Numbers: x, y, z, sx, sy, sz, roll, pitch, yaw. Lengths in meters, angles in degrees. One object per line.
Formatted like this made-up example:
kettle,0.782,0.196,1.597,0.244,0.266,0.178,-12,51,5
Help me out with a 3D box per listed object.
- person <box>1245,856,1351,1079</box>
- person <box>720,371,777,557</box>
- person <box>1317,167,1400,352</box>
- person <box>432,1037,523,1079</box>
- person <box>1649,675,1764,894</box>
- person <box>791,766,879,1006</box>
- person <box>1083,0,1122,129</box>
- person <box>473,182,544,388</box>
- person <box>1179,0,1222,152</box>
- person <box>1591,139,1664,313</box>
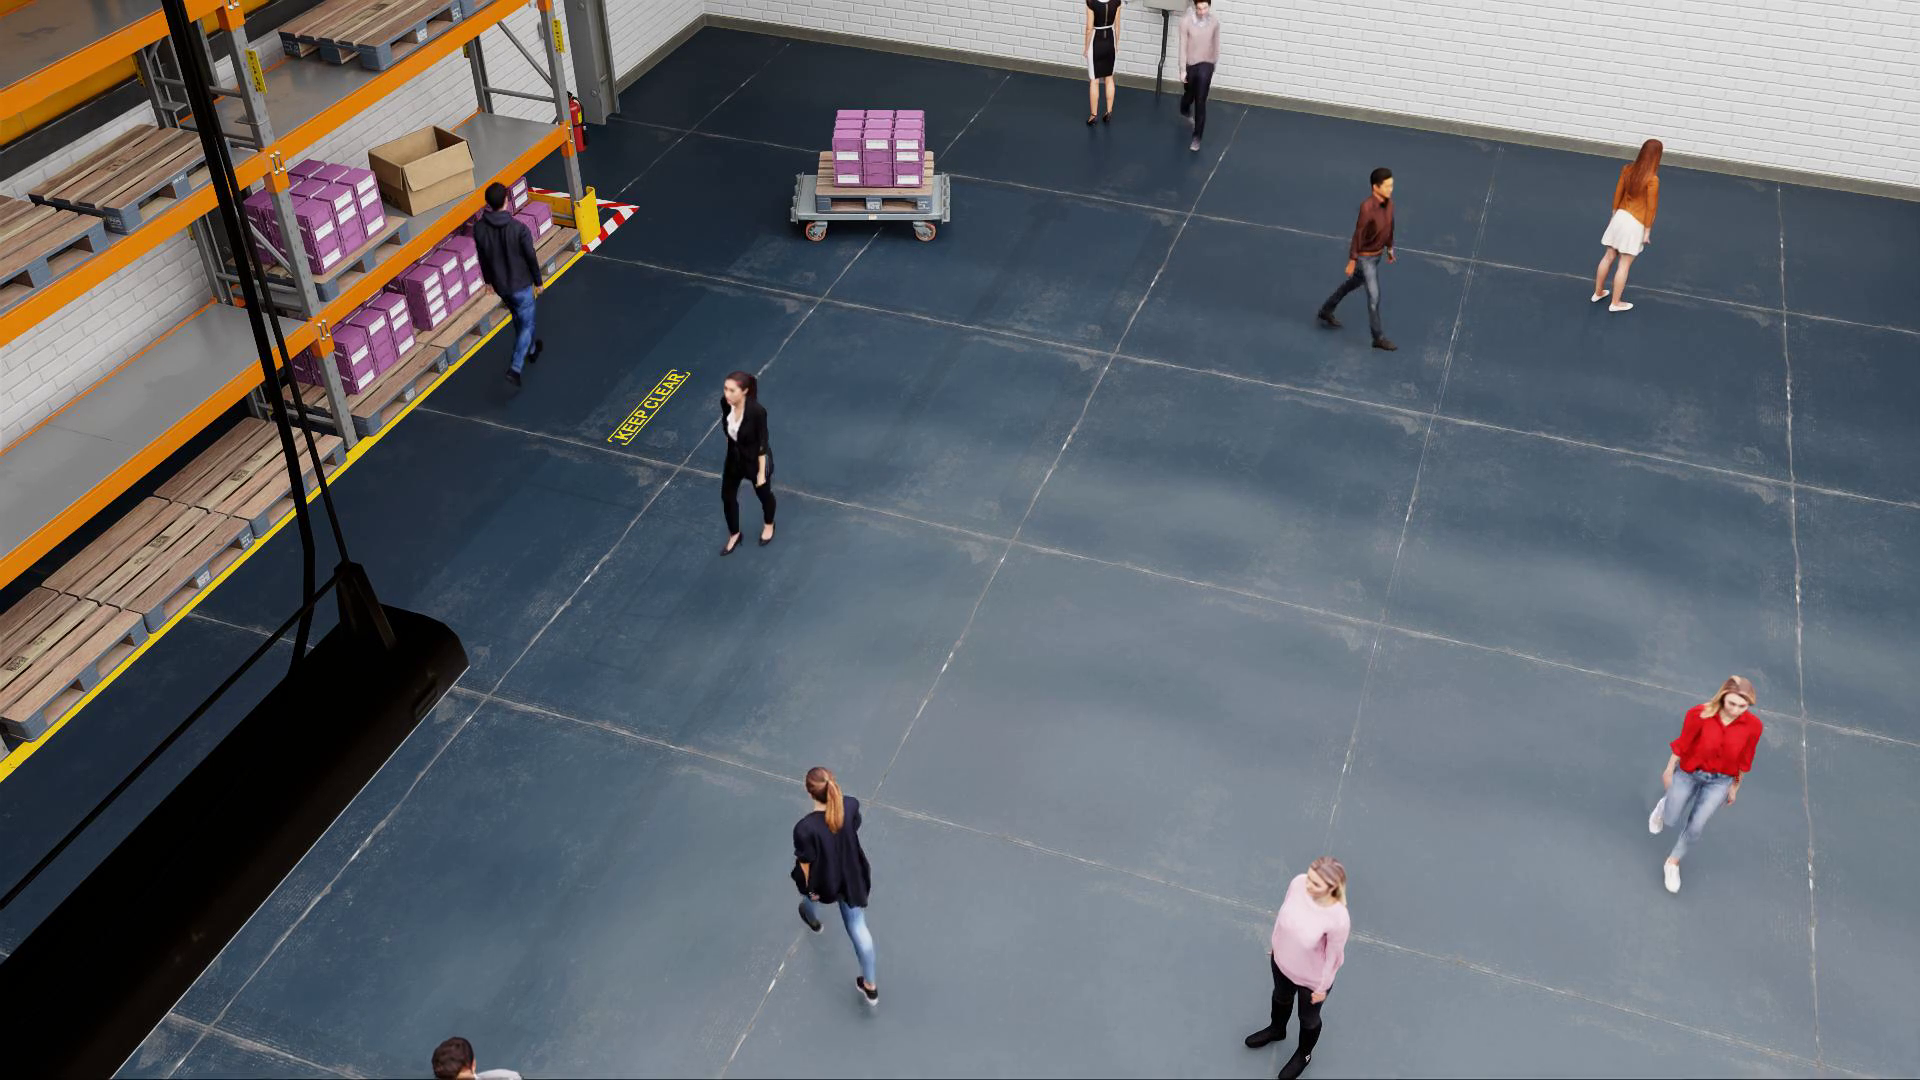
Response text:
person,1.909,2.333,9.192,0.716,1.688,0.686,-23,44,-26
person,-1.588,-0.652,12.965,0.668,1.643,0.783,18,42,21
person,3.691,-2.638,15.377,1.000,1.736,1.168,29,47,31
person,-2.314,3.051,8.105,0.836,1.923,0.878,-13,40,-16
person,4.603,1.428,10.321,0.667,1.693,0.831,9,39,11
person,-0.679,2.006,9.644,1.121,1.634,1.157,-19,42,-22
person,1.622,-5.610,19.051,0.648,1.796,0.677,-11,40,-13
person,-4.003,-2.229,14.763,0.840,1.864,1.223,5,39,7
person,2.674,-5.349,18.748,0.841,1.768,1.126,-2,39,-3
person,6.376,-3.008,15.852,0.765,1.723,0.717,-19,42,-22
